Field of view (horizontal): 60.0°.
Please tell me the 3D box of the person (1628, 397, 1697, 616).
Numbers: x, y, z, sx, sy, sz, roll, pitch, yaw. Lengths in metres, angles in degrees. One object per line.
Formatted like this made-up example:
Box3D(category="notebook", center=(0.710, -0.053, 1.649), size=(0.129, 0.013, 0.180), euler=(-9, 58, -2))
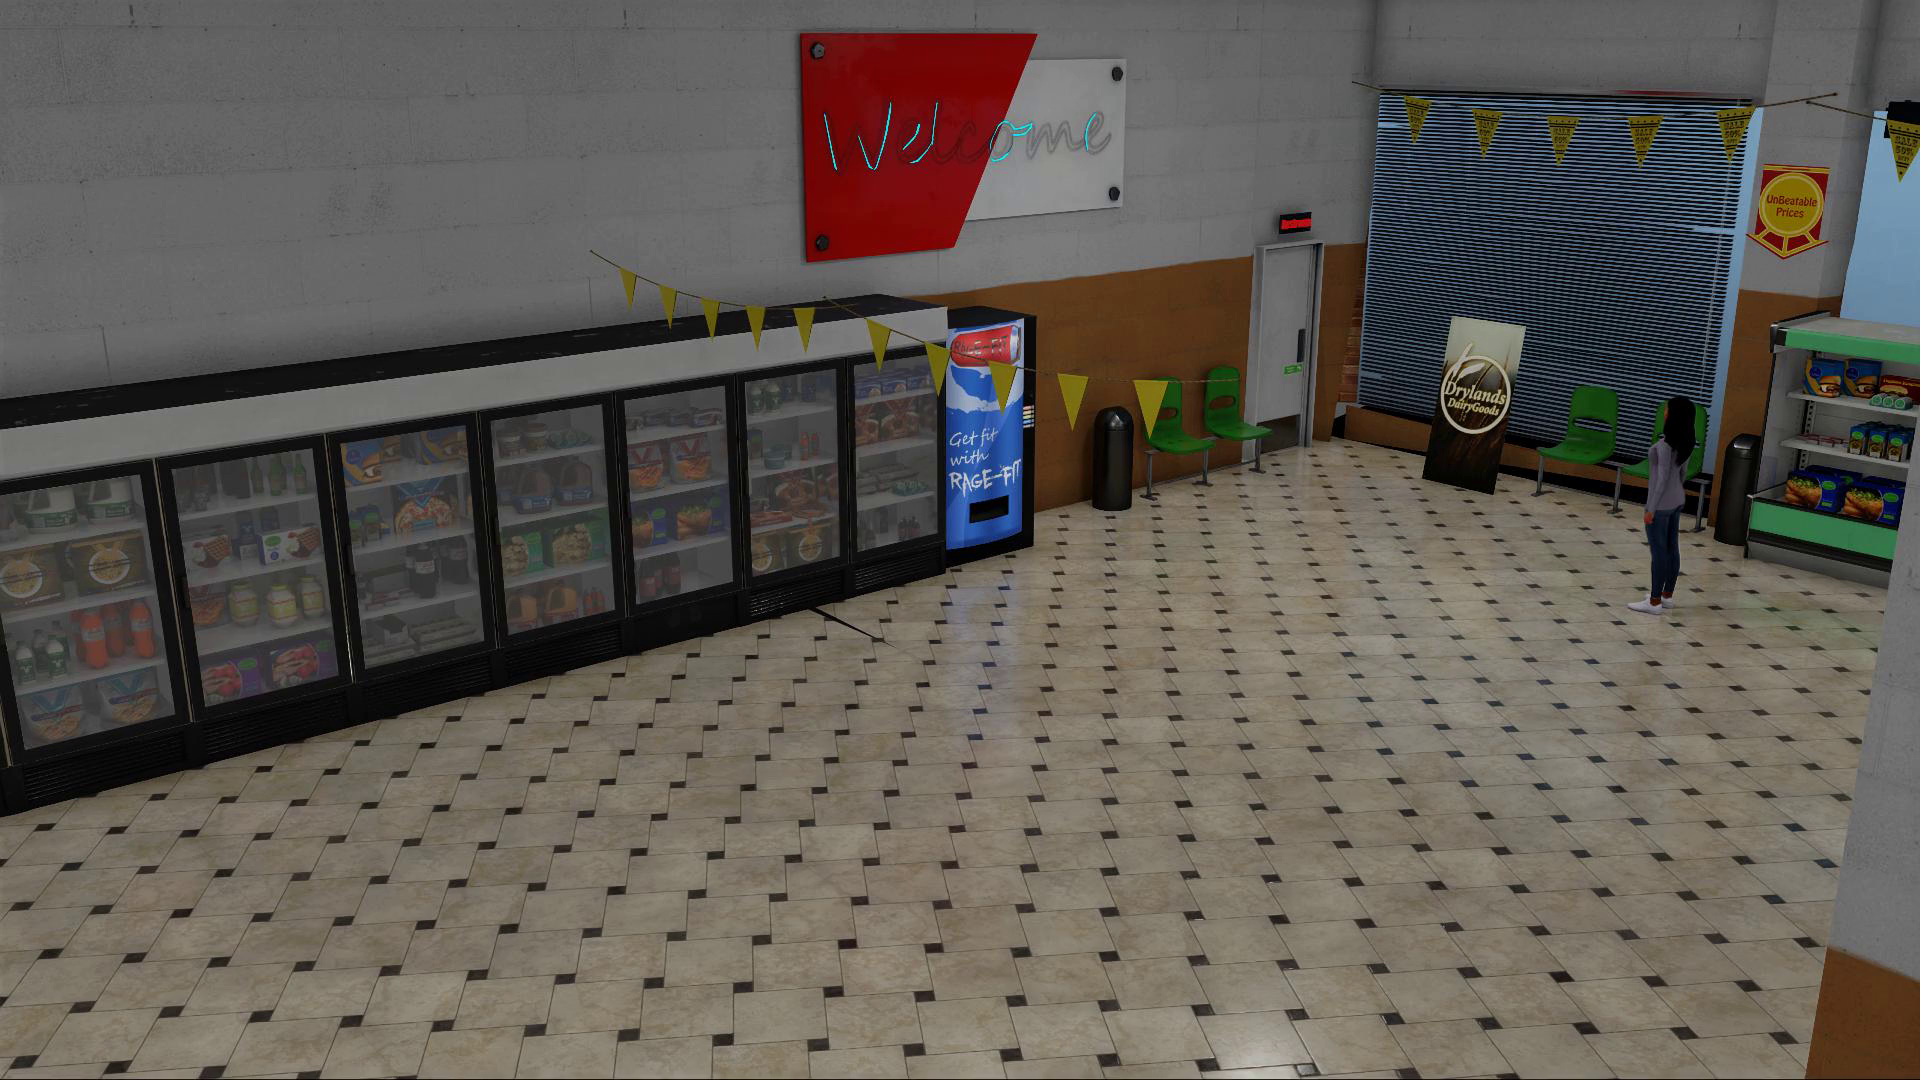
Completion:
Box3D(category="person", center=(5.588, -0.277, 13.137), size=(0.602, 1.736, 0.508), euler=(-14, 22, -39))
